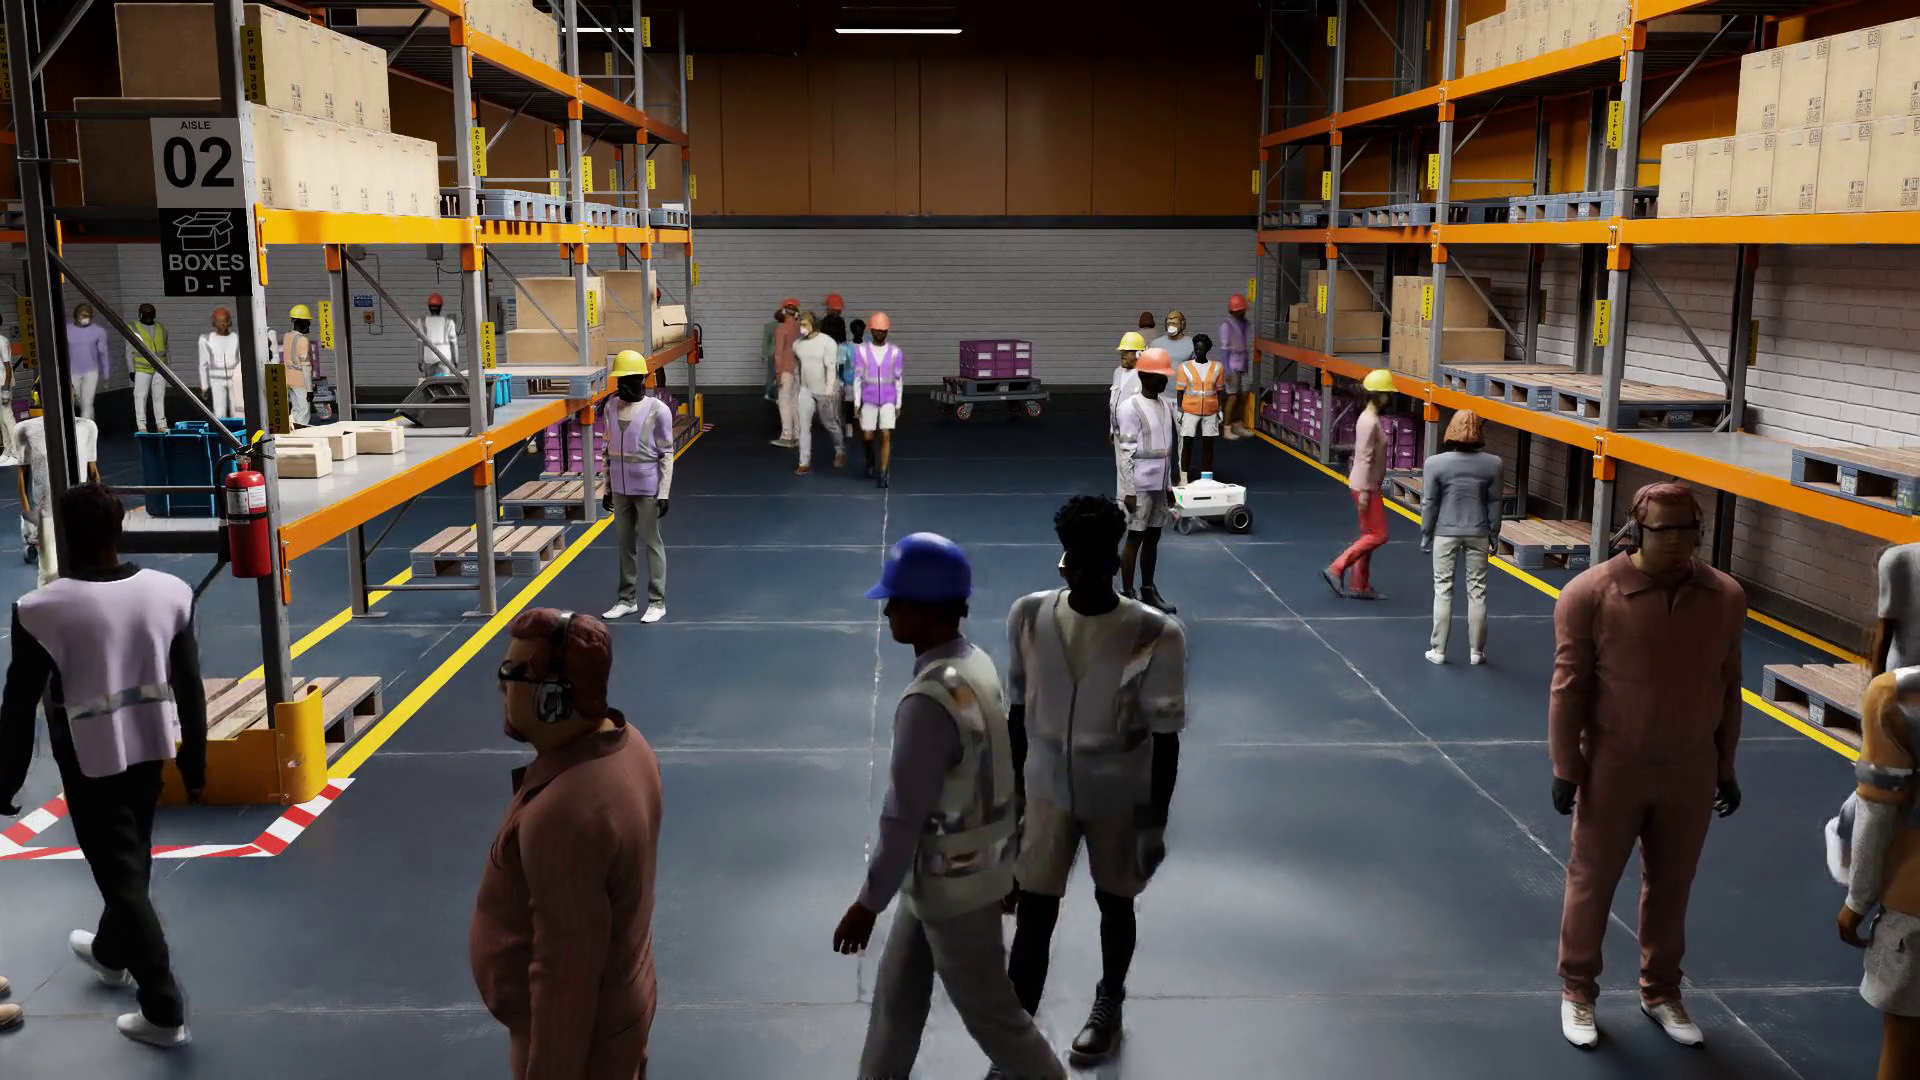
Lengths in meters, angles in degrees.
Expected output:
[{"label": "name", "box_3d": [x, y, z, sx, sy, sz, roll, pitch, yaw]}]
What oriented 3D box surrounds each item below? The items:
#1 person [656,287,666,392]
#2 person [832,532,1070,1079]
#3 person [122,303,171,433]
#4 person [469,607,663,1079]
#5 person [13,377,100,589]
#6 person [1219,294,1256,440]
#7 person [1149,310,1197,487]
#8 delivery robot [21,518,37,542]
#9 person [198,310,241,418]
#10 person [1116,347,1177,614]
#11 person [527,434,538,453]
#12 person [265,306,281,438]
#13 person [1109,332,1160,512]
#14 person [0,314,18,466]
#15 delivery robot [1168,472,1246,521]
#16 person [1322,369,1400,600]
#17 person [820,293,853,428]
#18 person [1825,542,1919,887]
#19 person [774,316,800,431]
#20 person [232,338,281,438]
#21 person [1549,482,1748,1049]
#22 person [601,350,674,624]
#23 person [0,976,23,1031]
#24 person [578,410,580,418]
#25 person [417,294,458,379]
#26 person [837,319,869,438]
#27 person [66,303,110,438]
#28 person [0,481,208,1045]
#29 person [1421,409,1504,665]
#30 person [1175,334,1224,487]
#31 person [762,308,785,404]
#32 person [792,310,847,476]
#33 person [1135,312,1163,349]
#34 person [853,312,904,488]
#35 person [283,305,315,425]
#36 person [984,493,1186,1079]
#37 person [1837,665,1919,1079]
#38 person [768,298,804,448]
[{"label": "person", "box_3d": [-5.103, -3.268, 27.841, 0.354, 1.939, 0.544, 0, 10, 1]}, {"label": "person", "box_3d": [0.008, 0.923, 4.608, 0.978, 1.909, 0.605, 1, 10, 6]}, {"label": "person", "box_3d": [-11.207, -2.351, 23.020, 0.430, 1.838, 0.619, 8, 13, 37]}, {"label": "person", "box_3d": [-0.862, 1.084, 3.673, 0.410, 1.913, 0.643, 0, 10, -2]}, {"label": "person", "box_3d": [-5.771, -0.162, 10.725, 0.521, 1.873, 0.334, -9, 14, -41]}, {"label": "person", "box_3d": [3.751, -2.326, 22.449, 0.475, 1.990, 0.703, 9, 14, 41]}, {"label": "person", "box_3d": [2.348, -1.552, 18.276, 0.636, 1.939, 0.365, 4, 11, 21]}, {"label": "delivery robot", "box_3d": [-7.617, -0.164, 14.138, 0.477, 0.478, 0.707, 1, 10, 8]}, {"label": "person", "box_3d": [-8.960, -1.877, 20.350, 0.606, 1.840, 0.924, -5, 11, -26]}, {"label": "person", "box_3d": [1.355, -0.403, 11.876, 0.353, 1.939, 0.544, 9, 14, 41]}, {"label": "person", "box_3d": [-5.347, -2.026, 21.219, 0.629, 1.837, 0.429, -7, 12, -34]}, {"label": "person", "box_3d": [-9.001, -2.102, 21.498, 0.574, 1.883, 0.355, 8, 13, 38]}, {"label": "person", "box_3d": [1.623, -1.058, 15.814, 0.403, 1.835, 0.586, -8, 13, -37]}, {"label": "person", "box_3d": [-11.527, -1.820, 19.956, 0.330, 1.874, 0.518, -10, 14, -43]}, {"label": "delivery robot", "box_3d": [2.273, -0.386, 15.375, 0.707, 0.478, 0.477, -3, 11, -18]}, {"label": "person", "box_3d": [3.010, -0.390, 12.337, 0.432, 1.755, 0.528, 2, 10, 14]}, {"label": "person", "box_3d": [-1.807, -2.576, 23.976, 0.474, 1.947, 0.652, 5, 11, 26]}, {"label": "person", "box_3d": [3.765, 0.611, 6.530, 0.518, 1.838, 0.875, 1, 10, 4]}, {"label": "person", "box_3d": [-2.369, -2.442, 23.519, 0.589, 1.837, 0.404, -7, 13, -36]}, {"label": "person", "box_3d": [-6.453, -0.986, 15.395, 0.429, 1.842, 0.635, -9, 14, -42]}, {"label": "person", "box_3d": [2.290, 0.751, 5.534, 0.652, 1.906, 0.408, 0, 10, -2]}, {"label": "person", "box_3d": [-2.294, -0.375, 11.753, 0.584, 1.927, 0.367, 5, 11, 25]}, {"label": "person", "box_3d": [-3.478, 0.766, 5.641, 0.344, 1.840, 0.504, -7, 12, -33]}, {"label": "person", "box_3d": [-5.239, -2.511, 23.690, 0.619, 1.923, 1.031, 3, 11, 17]}, {"label": "person", "box_3d": [-7.856, -2.743, 25.049, 0.573, 1.879, 0.997, -3, 11, -15]}, {"label": "person", "box_3d": [-1.402, -2.167, 22.523, 0.536, 1.646, 0.898, -2, 10, -9]}, {"label": "person", "box_3d": [-11.669, -2.223, 22.187, 0.639, 1.885, 0.981, -3, 11, -16]}, {"label": "person", "box_3d": [-2.969, 0.741, 5.670, 0.912, 1.884, 0.604, 6, 12, 28]}, {"label": "person", "box_3d": [3.177, -0.013, 10.558, 0.497, 1.633, 0.284, 1, 10, 7]}, {"label": "person", "box_3d": [2.601, -1.387, 18.028, 0.542, 1.697, 0.316, 0, 10, -2]}, {"label": "person", "box_3d": [-2.990, -3.036, 27.496, 0.580, 1.600, 0.320, 2, 10, 10]}, {"label": "person", "box_3d": [-1.649, -1.729, 19.392, 0.637, 1.903, 0.963, 5, 11, 25]}, {"label": "person", "box_3d": [2.814, -2.620, 25.077, 0.503, 1.631, 0.283, -4, 11, -19]}, {"label": "person", "box_3d": [-0.897, -1.549, 18.299, 0.558, 1.926, 0.630, -1, 10, -6]}, {"label": "person", "box_3d": [-8.052, -1.914, 20.366, 0.393, 1.919, 0.581, -9, 14, -42]}, {"label": "person", "box_3d": [0.357, 0.818, 5.125, 0.626, 1.913, 0.980, 4, 11, 22]}, {"label": "person", "box_3d": [2.646, 0.937, 4.445, 0.543, 1.928, 0.372, 2, 10, 12]}, {"label": "person", "box_3d": [-2.267, -2.188, 21.821, 0.430, 1.939, 0.821, 7, 12, 33]}]
